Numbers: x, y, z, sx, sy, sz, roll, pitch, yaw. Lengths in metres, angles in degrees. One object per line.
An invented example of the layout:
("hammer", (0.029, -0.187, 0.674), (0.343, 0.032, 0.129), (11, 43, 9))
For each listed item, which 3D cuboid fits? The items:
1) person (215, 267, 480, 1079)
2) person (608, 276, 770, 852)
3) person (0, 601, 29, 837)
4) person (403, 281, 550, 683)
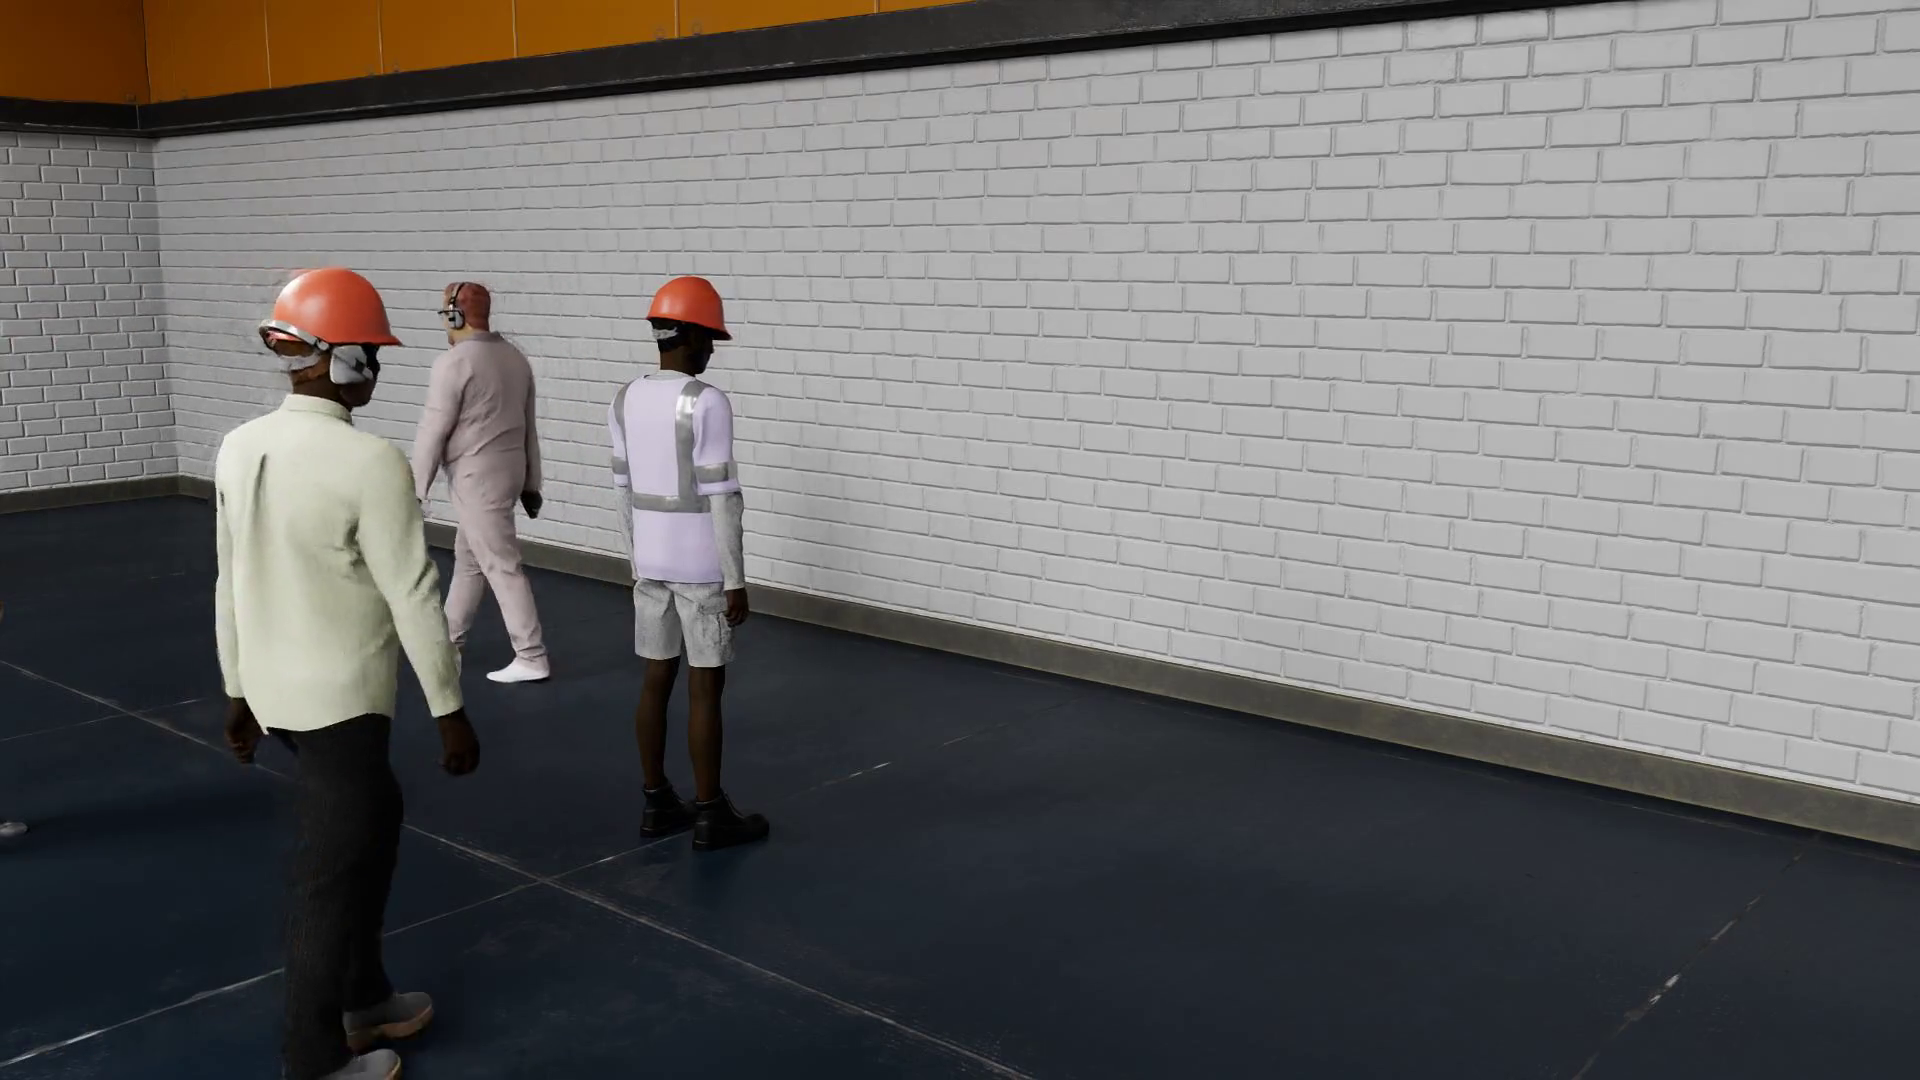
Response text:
("person", (-1.406, 0.353, 3.947), (0.654, 1.967, 0.678), (8, 13, 38))
("person", (-0.916, 0.083, 5.630), (0.543, 1.928, 0.372), (7, 12, 36))
("person", (-3.341, 0.190, 5.489), (0.328, 1.765, 0.528), (0, 10, 0))
("person", (-2.329, -0.257, 7.760), (0.933, 1.862, 0.642), (2, 10, 13))
